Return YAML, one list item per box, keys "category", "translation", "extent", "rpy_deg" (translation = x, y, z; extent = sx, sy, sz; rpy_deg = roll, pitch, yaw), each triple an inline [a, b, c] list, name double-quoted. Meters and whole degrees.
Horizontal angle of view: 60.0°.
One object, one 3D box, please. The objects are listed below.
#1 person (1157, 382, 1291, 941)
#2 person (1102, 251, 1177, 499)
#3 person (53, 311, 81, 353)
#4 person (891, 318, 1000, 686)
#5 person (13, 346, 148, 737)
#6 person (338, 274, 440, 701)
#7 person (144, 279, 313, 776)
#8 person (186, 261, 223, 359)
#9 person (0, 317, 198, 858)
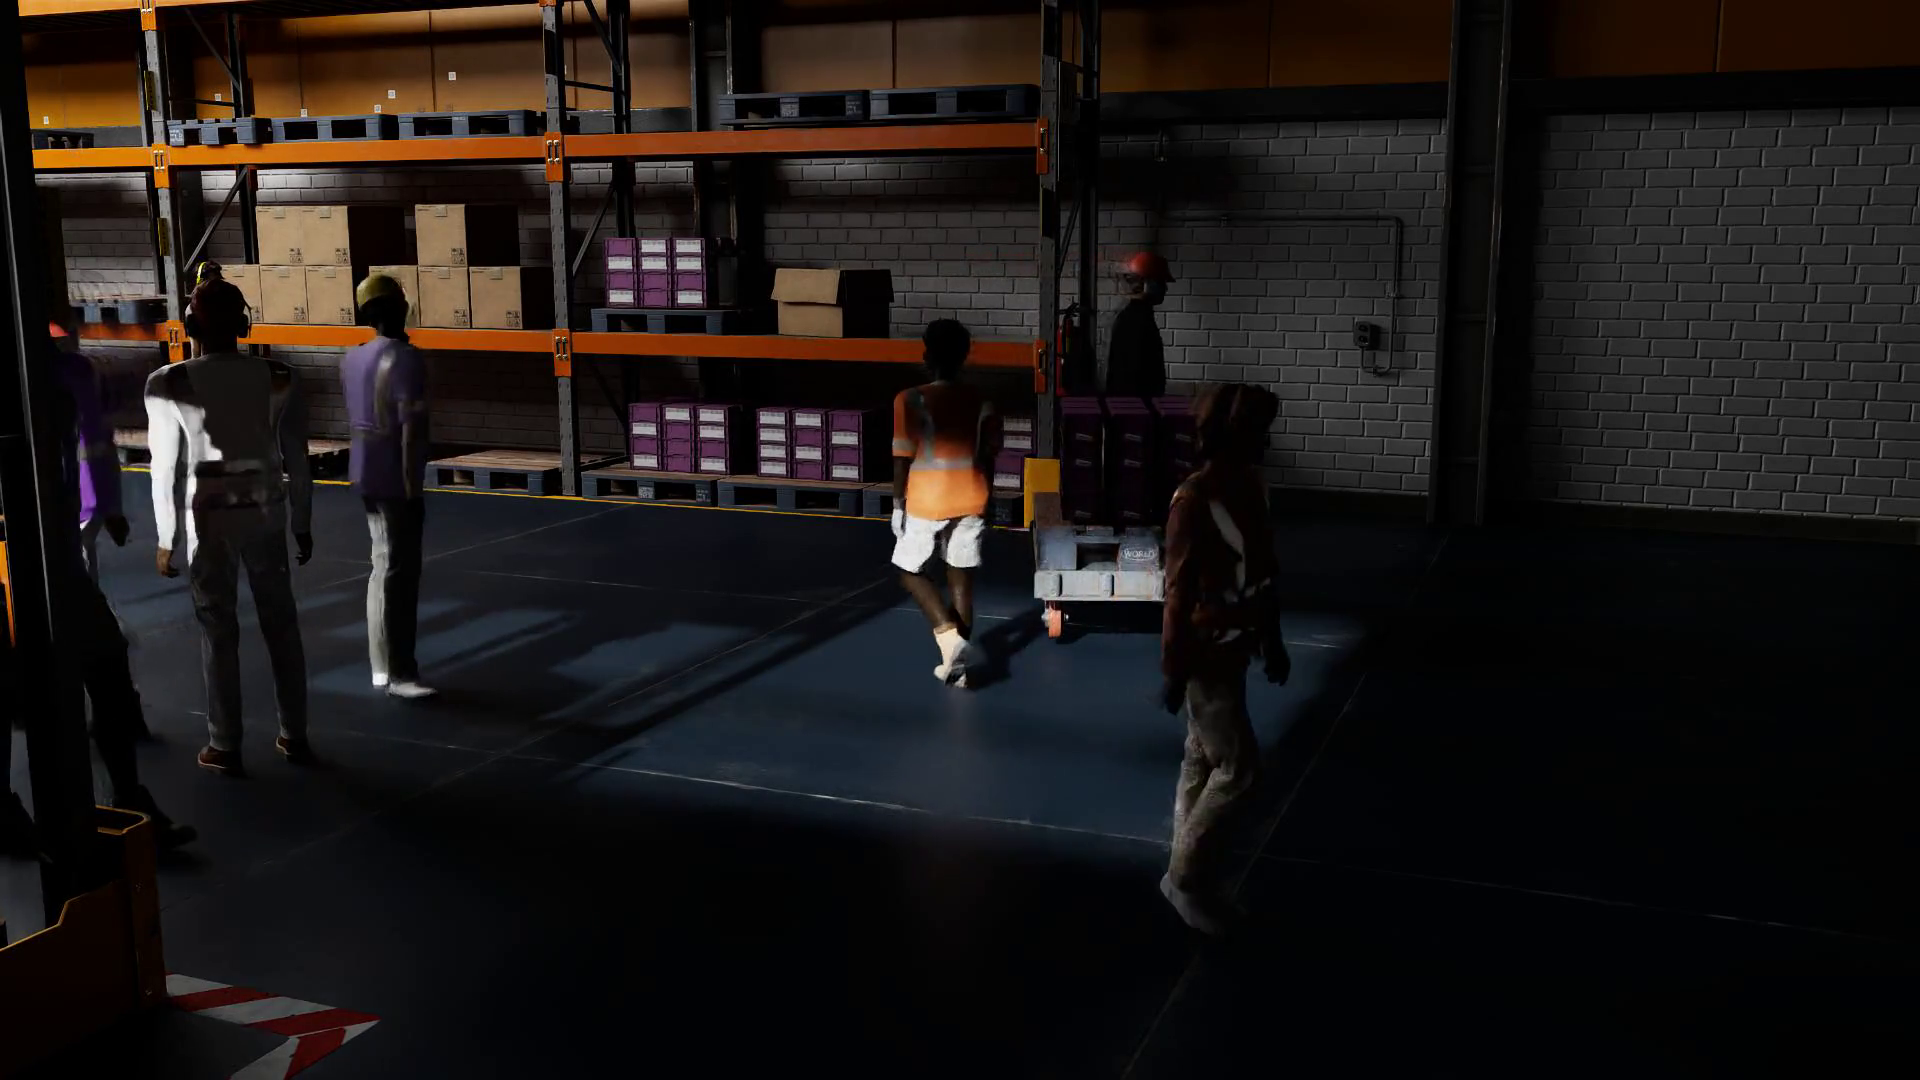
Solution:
- category: "person"
  translation: [0.764, 0.355, 4.854]
  extent: [0.395, 1.626, 0.532]
  rpy_deg: [5, 12, 28]
- category: "person"
  translation: [1.178, -0.768, 10.159]
  extent: [0.995, 1.950, 0.638]
  rpy_deg: [-2, 10, -10]
- category: "person"
  translation: [-5.652, -0.783, 10.091]
  extent: [0.624, 2.022, 0.701]
  rpy_deg: [-5, 11, -24]
- category: "person"
  translation: [-0.031, -0.136, 7.413]
  extent: [0.538, 1.687, 0.499]
  rpy_deg: [-5, 11, -26]
- category: "person"
  translation: [-3.746, -0.125, 6.727]
  extent: [0.856, 1.901, 0.538]
  rpy_deg: [0, 10, 2]
- category: "person"
  translation: [-2.505, -0.238, 7.462]
  extent: [0.761, 1.878, 0.405]
  rpy_deg: [10, 14, 43]
- category: "person"
  translation: [-2.763, -0.045, 6.346]
  extent: [0.584, 1.882, 0.337]
  rpy_deg: [-8, 13, -39]
- category: "person"
  translation: [-5.978, -1.297, 13.360]
  extent: [0.322, 1.871, 0.531]
  rpy_deg: [0, 10, -2]
- category: "person"
  translation: [-2.896, 0.129, 5.328]
  extent: [0.865, 1.903, 0.555]
  rpy_deg: [4, 11, 21]
